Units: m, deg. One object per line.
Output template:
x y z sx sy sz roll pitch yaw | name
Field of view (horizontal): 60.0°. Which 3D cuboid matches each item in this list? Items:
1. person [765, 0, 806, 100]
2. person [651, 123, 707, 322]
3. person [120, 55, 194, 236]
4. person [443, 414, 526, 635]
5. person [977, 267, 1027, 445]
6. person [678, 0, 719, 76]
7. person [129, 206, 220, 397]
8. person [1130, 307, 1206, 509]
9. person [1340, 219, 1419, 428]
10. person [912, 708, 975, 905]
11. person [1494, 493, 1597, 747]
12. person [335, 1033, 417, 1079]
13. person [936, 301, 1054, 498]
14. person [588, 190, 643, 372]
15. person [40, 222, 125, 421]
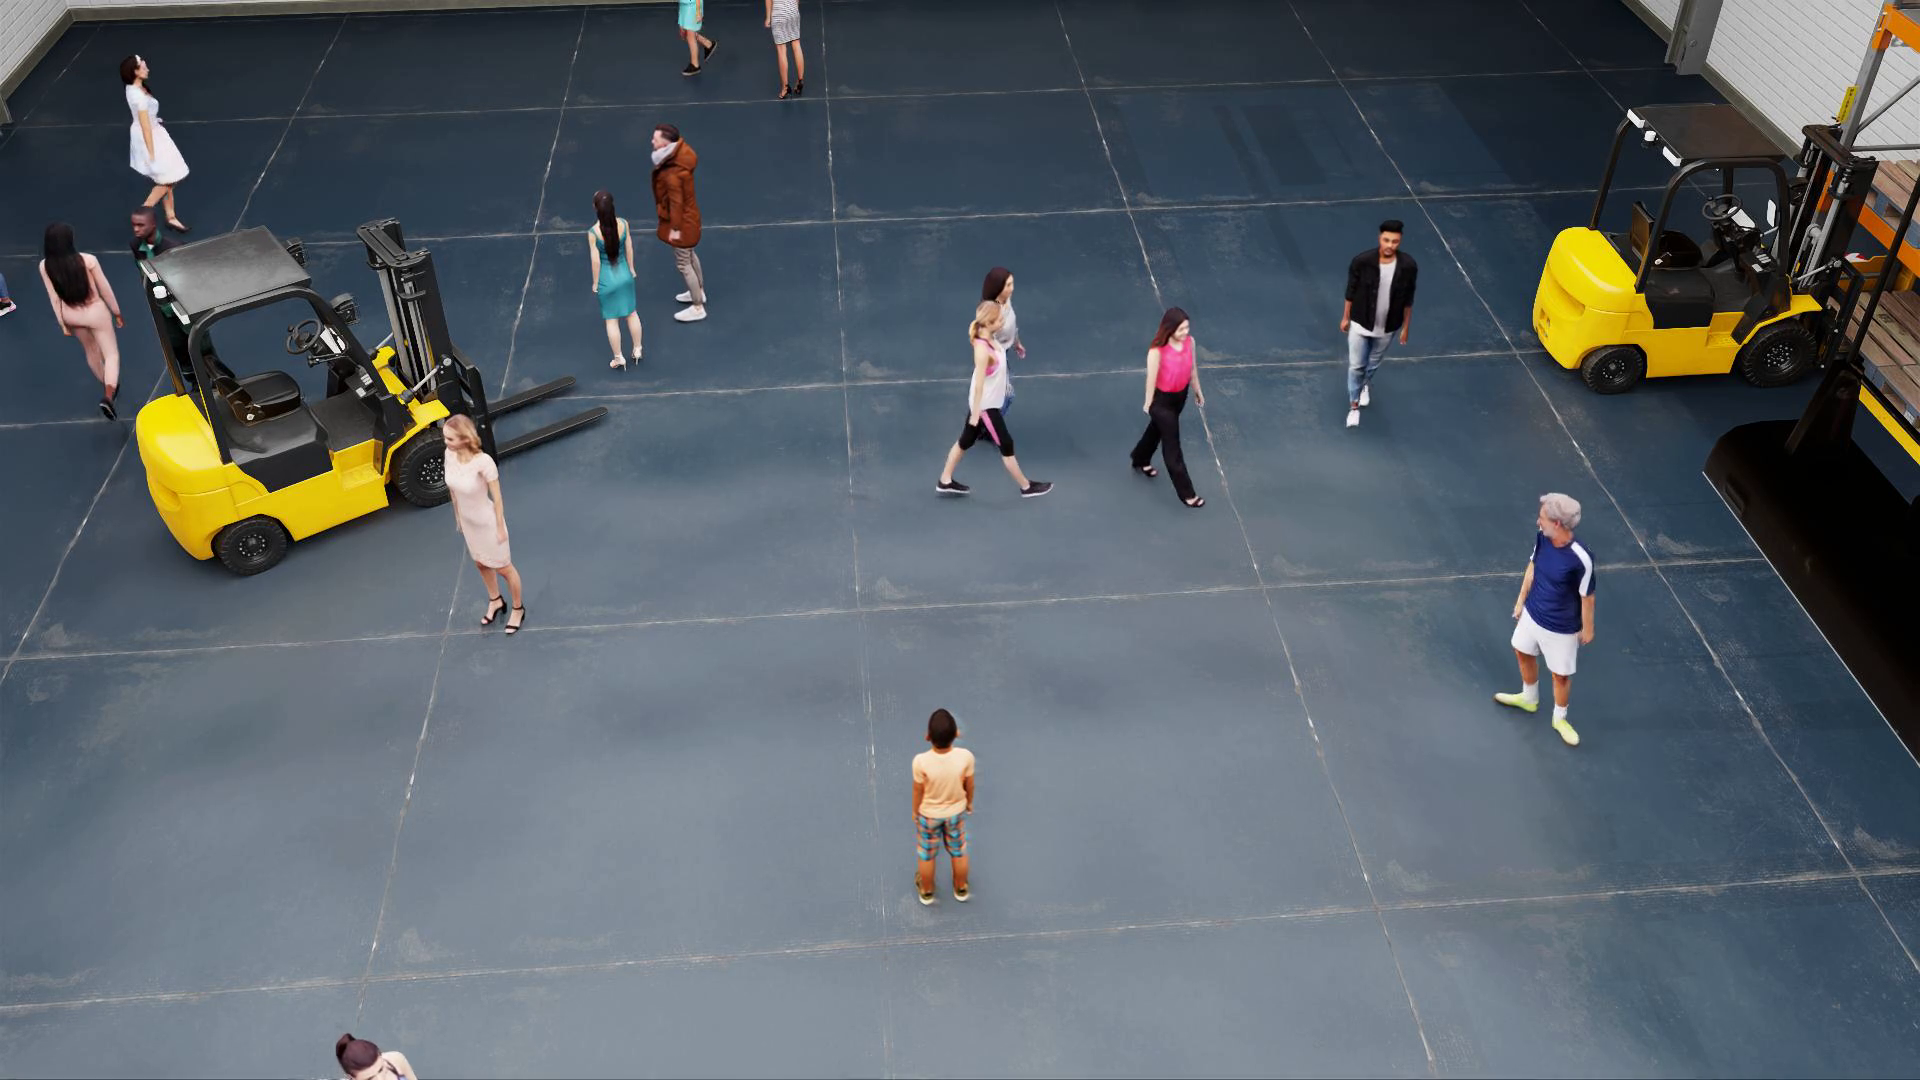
-1.951 -5.842 18.613 0.678 1.822 0.696 -25 45 -27 | person
-2.485 -2.854 14.865 0.749 1.831 0.595 -2 39 -2 | person
-7.855 -3.727 15.993 0.903 1.788 0.904 -20 43 -23 | person
-3.269 -0.115 11.437 0.654 1.829 0.673 18 42 21 | person
0.204 -1.472 13.302 0.743 1.622 0.629 9 39 11 | person
-3.062 -6.187 19.264 0.832 1.549 0.815 -26 45 -29 | person
-6.431 -1.930 13.703 0.743 1.838 0.718 8 39 10 | person
1.550 -1.083 12.820 1.022 1.615 1.141 -32 48 -33 | person
3.414 -1.869 13.669 0.850 1.785 1.109 4 39 5 | person
-0.105 1.559 9.637 0.544 1.459 0.529 -9 39 -11 | person
3.872 0.515 10.676 0.976 1.795 0.728 -27 46 -29 | person
-2.730 2.834 7.929 0.823 1.598 0.777 21 43 24 | person
0.099 -1.027 12.653 0.736 1.736 1.093 1 39 1 | person
-2.947 -2.216 14.182 0.630 1.687 0.648 -26 45 -29 | person
-7.125 -1.754 13.592 0.732 1.702 1.066 -10 40 -13 | person
